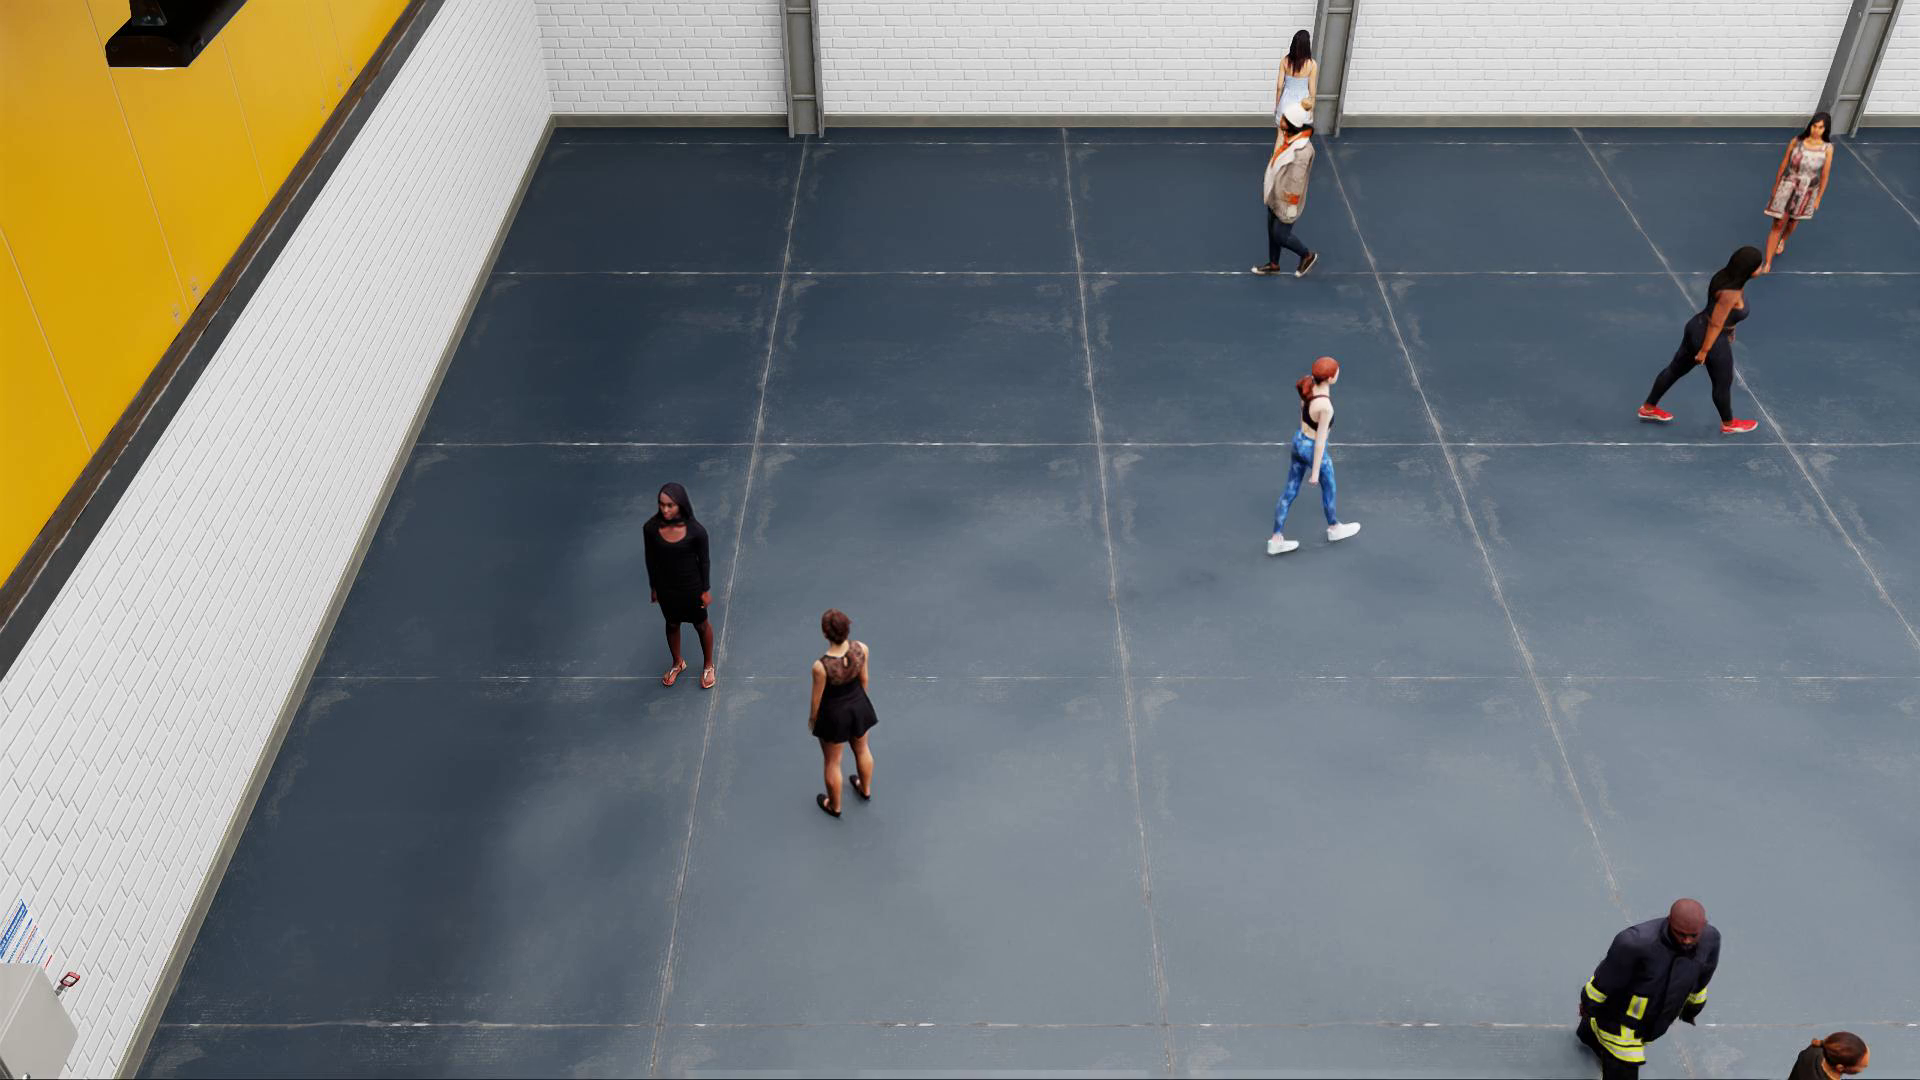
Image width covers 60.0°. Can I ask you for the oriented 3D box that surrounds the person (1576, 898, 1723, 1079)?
[{"bbox_3d":[3.645,2.427,9.007,1.156,1.772,0.968,-8,39,-10],"label":"person"}]

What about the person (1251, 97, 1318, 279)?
[{"bbox_3d":[3.279,-3.406,16.221,0.881,1.884,0.767,-5,39,-6],"label":"person"}]

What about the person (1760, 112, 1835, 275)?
[{"bbox_3d":[8.359,-3.496,16.566,1.127,1.594,1.028,19,43,23],"label":"person"}]

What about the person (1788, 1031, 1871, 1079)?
[{"bbox_3d":[4.090,2.975,8.434,1.123,1.631,0.714,6,39,8],"label":"person"}]

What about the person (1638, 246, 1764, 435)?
[{"bbox_3d":[6.284,-1.701,14.188,1.221,1.758,0.800,6,39,7],"label":"person"}]

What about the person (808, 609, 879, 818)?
[{"bbox_3d":[-0.755,1.107,10.734,0.663,1.679,0.743,-25,45,-28],"label":"person"}]

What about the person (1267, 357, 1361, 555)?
[{"bbox_3d":[2.613,-0.608,12.818,1.101,1.758,0.840,-14,41,-16],"label":"person"}]

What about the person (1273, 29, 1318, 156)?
[{"bbox_3d":[3.590,-4.656,17.910,0.574,1.730,0.713,12,40,15],"label":"person"}]

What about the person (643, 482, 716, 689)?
[{"bbox_3d":[-1.957,0.320,11.687,0.486,1.721,0.695,5,39,6],"label":"person"}]
